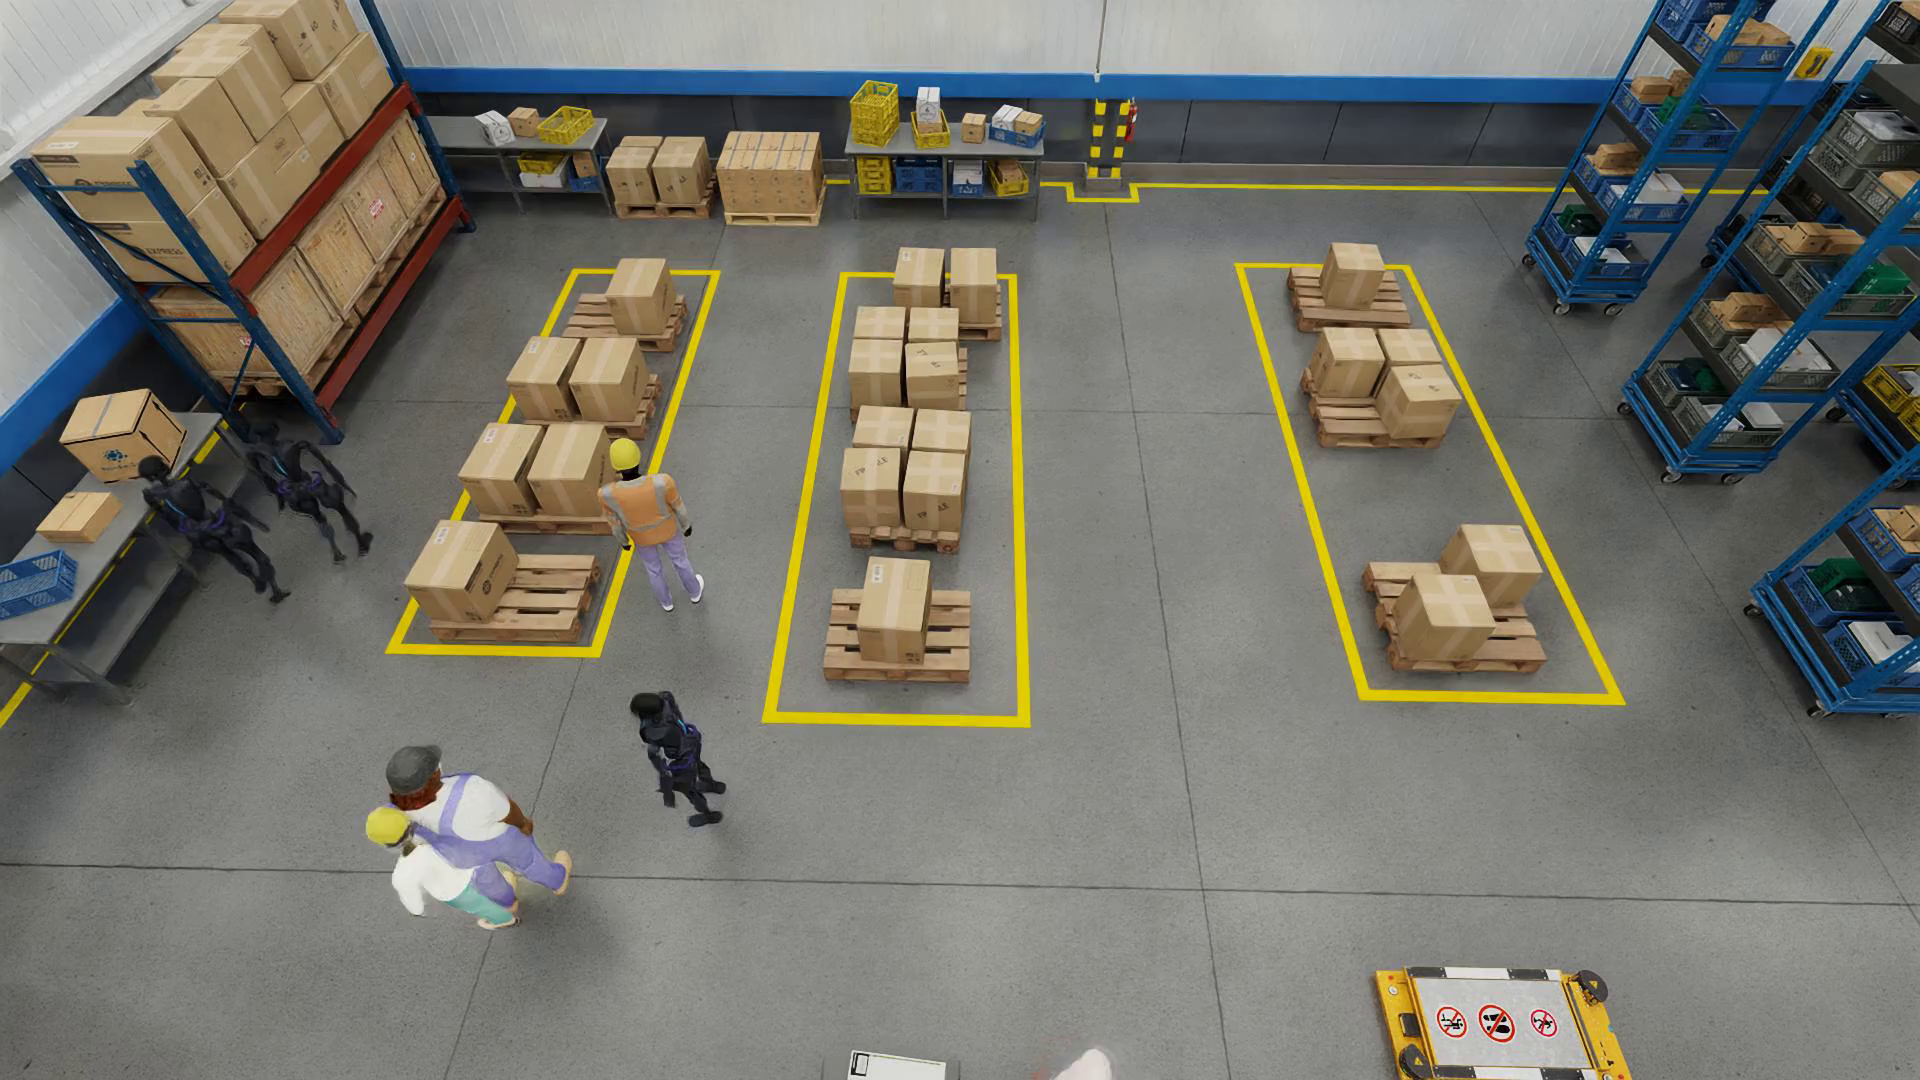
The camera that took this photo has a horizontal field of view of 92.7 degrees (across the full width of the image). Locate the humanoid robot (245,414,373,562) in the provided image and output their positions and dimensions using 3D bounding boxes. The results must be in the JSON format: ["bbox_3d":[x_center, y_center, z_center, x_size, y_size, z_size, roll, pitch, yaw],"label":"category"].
[{"bbox_3d":[-5.626,-0.408,7.910,0.611,1.642,0.382,-14,52,-11],"label":"humanoid robot"}]

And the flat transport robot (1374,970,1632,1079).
[{"bbox_3d":[3.501,3.133,5.914,1.431,0.197,0.652,1,51,1],"label":"flat transport robot"}]

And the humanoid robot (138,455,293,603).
[{"bbox_3d":[-6.205,-0.072,7.647,0.592,1.676,0.372,-8,51,-6],"label":"humanoid robot"}]

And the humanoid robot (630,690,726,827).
[{"bbox_3d":[-1.946,1.504,6.342,0.315,1.657,0.611,-2,51,-2],"label":"humanoid robot"}]

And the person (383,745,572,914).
[{"bbox_3d":[-3.097,1.842,5.842,0.680,2.000,0.537,-15,52,-12],"label":"person"}]

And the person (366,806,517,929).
[{"bbox_3d":[-3.284,2.104,5.811,0.429,1.756,0.551,3,51,3],"label":"person"}]

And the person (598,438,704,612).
[{"bbox_3d":[-2.509,-0.095,7.493,0.593,1.926,0.363,-15,52,-12],"label":"person"}]

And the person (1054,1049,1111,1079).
[{"bbox_3d":[0.579,3.113,4.874,0.390,1.943,0.732,25,55,19],"label":"person"}]
